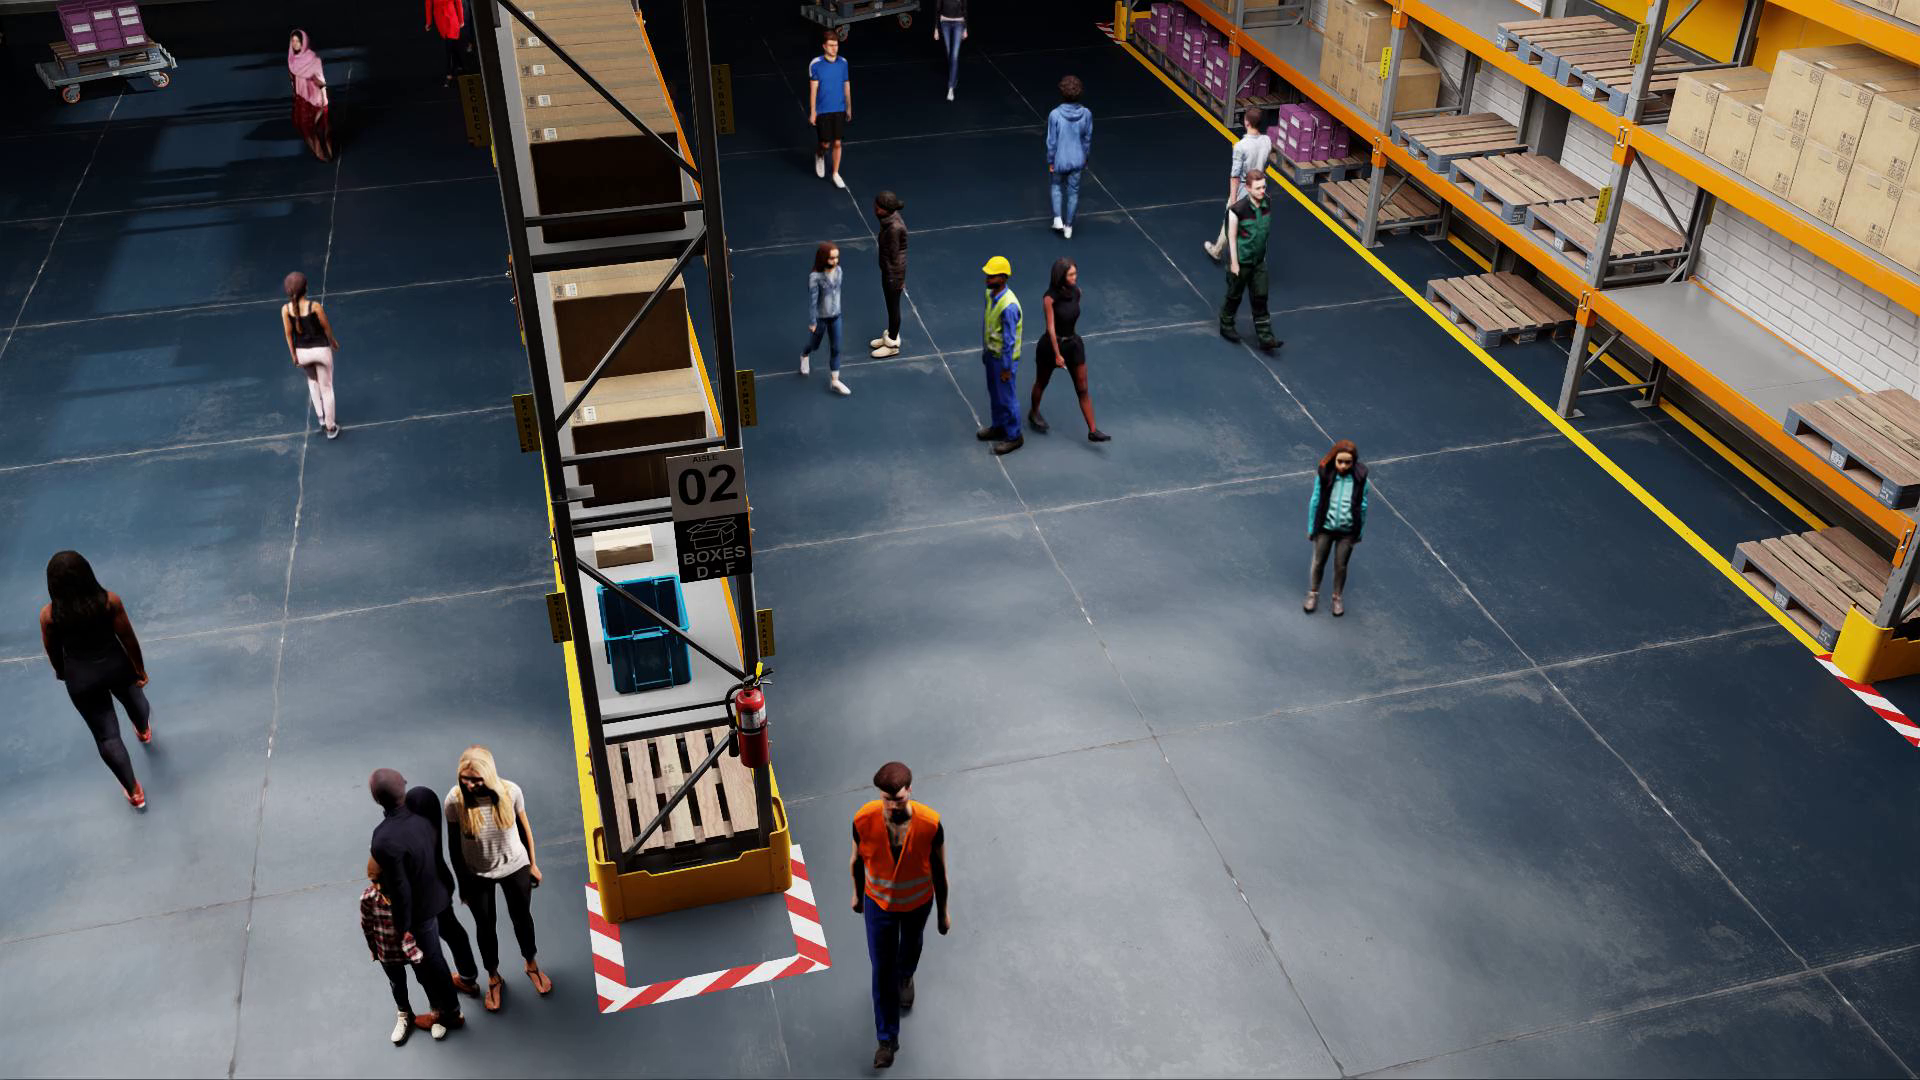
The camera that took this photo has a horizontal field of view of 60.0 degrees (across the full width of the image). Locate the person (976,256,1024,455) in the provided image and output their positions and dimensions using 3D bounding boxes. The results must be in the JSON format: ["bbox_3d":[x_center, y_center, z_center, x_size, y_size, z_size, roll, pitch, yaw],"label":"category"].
[{"bbox_3d":[0.368,-1.627,14.466,0.757,1.811,0.579,-15,36,-21],"label":"person"}]

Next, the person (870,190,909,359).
[{"bbox_3d":[-0.642,-2.580,16.037,0.637,1.659,0.574,10,35,15],"label":"person"}]

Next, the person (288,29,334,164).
[{"bbox_3d":[-7.933,-5.475,20.407,0.813,1.644,0.846,9,35,14],"label":"person"}]

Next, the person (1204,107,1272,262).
[{"bbox_3d":[3.061,-3.559,17.377,0.798,1.806,1.192,-14,36,-20],"label":"person"}]

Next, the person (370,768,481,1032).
[{"bbox_3d":[-2.933,1.944,9.087,0.837,1.818,0.703,6,34,10],"label":"person"}]

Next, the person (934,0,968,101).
[{"bbox_3d":[-0.104,-6.904,22.474,0.912,1.734,1.317,3,34,5],"label":"person"}]

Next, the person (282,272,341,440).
[{"bbox_3d":[-5.704,-1.601,14.667,0.579,1.545,0.739,-3,34,-4],"label":"person"}]

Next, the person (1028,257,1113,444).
[{"bbox_3d":[0.802,-1.673,14.645,0.919,1.691,1.223,-24,41,-32],"label":"person"}]

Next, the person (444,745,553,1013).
[{"bbox_3d":[-2.582,1.839,9.241,0.633,1.823,0.565,-13,36,-18],"label":"person"}]

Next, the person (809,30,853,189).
[{"bbox_3d":[-1.571,-5.118,19.678,0.762,1.855,0.887,-15,36,-21],"label":"person"}]

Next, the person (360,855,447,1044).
[{"bbox_3d":[-3.065,2.211,9.148,0.556,1.306,0.556,-4,34,-6],"label":"person"}]

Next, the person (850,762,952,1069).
[{"bbox_3d":[-0.328,1.885,9.140,0.878,1.858,1.155,-1,34,-1],"label":"person"}]

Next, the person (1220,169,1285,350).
[{"bbox_3d":[2.732,-2.756,16.165,0.824,1.810,1.095,-18,38,-25],"label":"person"}]

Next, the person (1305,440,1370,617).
[{"bbox_3d":[2.814,-0.113,12.471,0.660,1.497,0.684,5,34,8],"label":"person"}]

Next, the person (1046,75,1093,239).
[{"bbox_3d":[1.203,-4.183,18.324,0.724,1.797,0.667,-3,34,-4],"label":"person"}]

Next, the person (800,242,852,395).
[{"bbox_3d":[-1.297,-2.108,15.519,0.870,1.447,1.062,-25,41,-32],"label":"person"}]

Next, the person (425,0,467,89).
[{"bbox_3d":[-7.001,-7.103,22.801,0.877,1.703,1.142,4,34,6],"label":"person"}]

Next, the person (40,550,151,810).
[{"bbox_3d":[-5.487,0.935,10.655,0.921,1.764,1.248,-21,39,-28],"label":"person"}]
